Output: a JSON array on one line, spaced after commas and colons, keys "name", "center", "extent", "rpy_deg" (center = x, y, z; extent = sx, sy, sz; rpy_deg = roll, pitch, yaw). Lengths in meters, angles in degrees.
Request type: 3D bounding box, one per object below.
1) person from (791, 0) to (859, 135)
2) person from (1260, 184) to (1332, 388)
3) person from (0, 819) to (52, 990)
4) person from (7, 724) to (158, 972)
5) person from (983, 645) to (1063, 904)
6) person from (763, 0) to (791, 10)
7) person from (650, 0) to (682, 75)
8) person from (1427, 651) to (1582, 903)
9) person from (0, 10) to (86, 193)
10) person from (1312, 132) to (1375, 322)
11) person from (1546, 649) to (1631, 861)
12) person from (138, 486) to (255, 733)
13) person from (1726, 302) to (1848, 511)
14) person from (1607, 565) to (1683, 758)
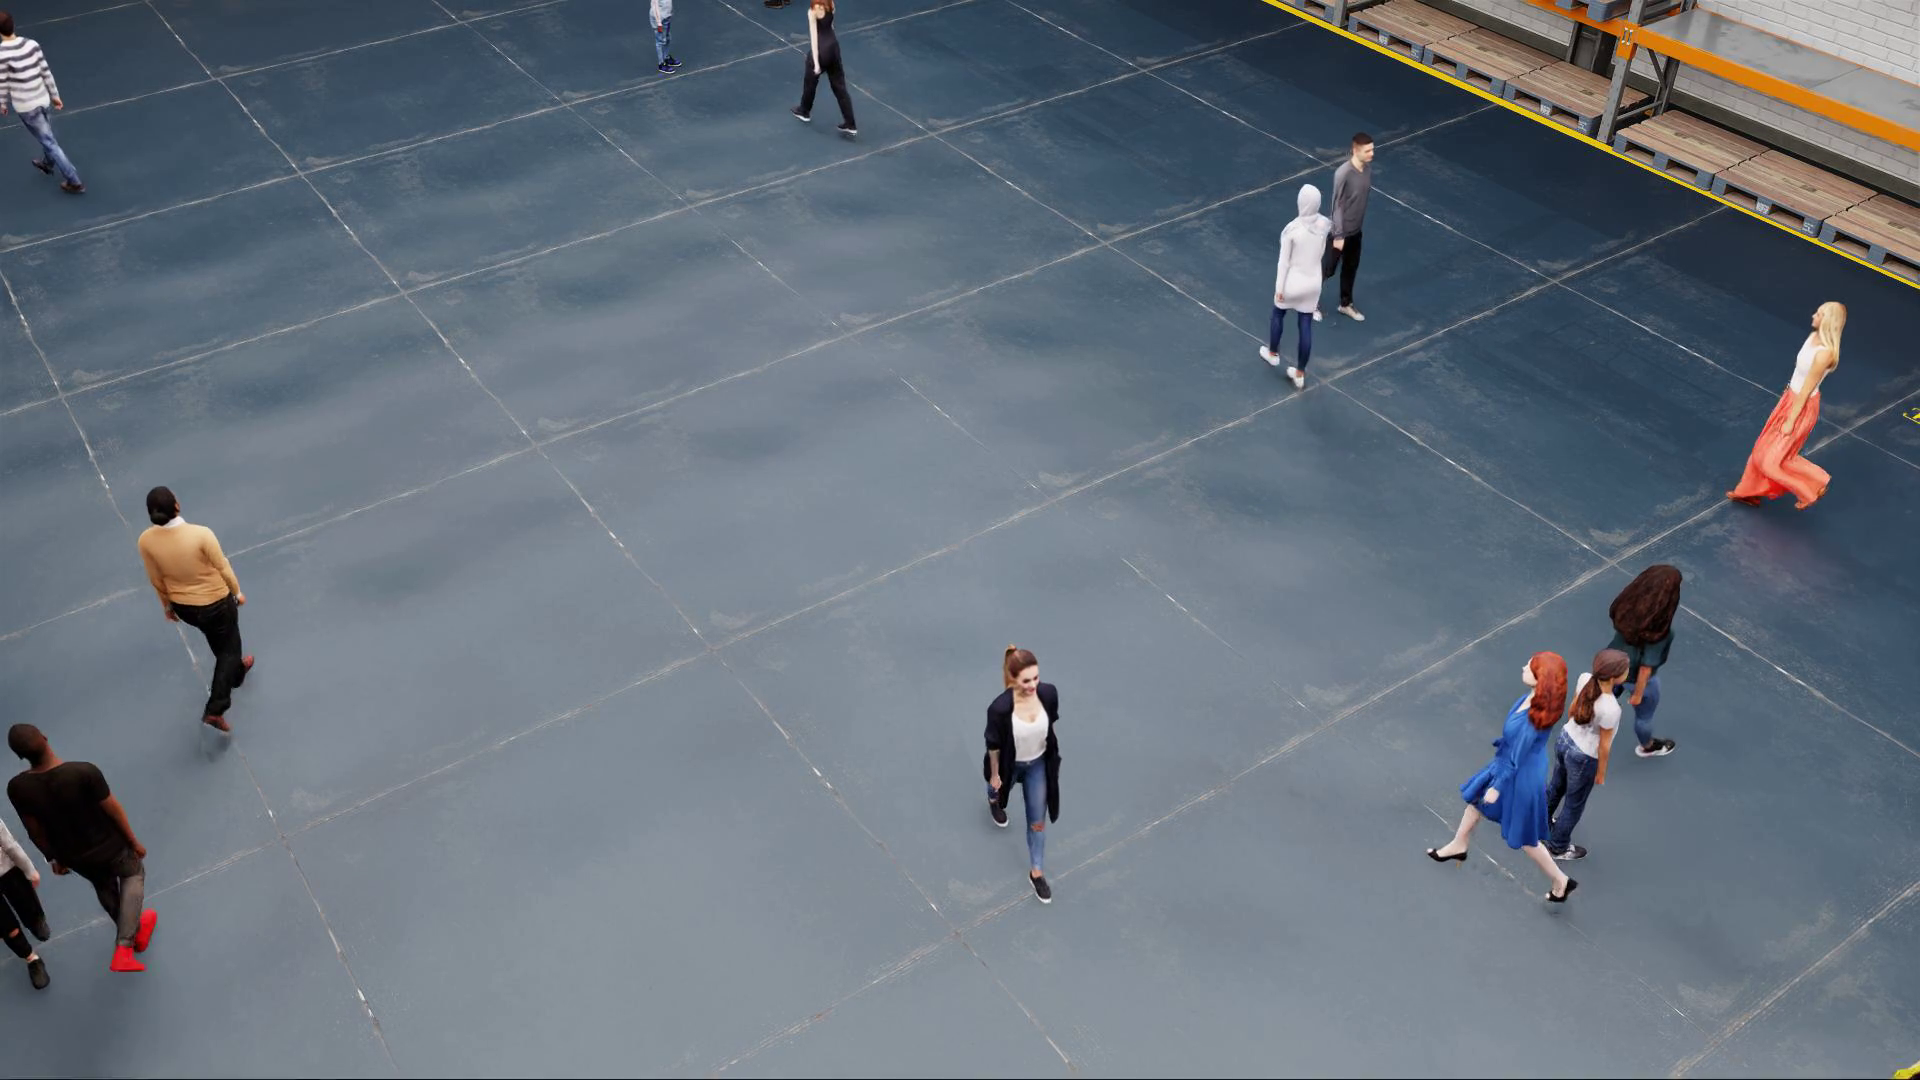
[{"name": "person", "center": [-1.359, -5.119, 17.647], "extent": [1.221, 1.696, 0.832], "rpy_deg": [26, 45, 29]}, {"name": "person", "center": [2.852, -2.057, 13.767], "extent": [0.802, 1.754, 0.937], "rpy_deg": [-7, 39, -9]}, {"name": "person", "center": [-5.304, 1.840, 9.115], "extent": [0.588, 1.470, 0.706], "rpy_deg": [-26, 45, -29]}, {"name": "person", "center": [-4.733, 1.733, 9.002], "extent": [0.878, 1.777, 1.005], "rpy_deg": [-5, 39, -6]}, {"name": "person", "center": [0.308, 1.242, 9.728], "extent": [0.833, 1.639, 1.196], "rpy_deg": [-13, 40, -15]}, {"name": "person", "center": [-2.292, -7.480, 20.563], "extent": [0.681, 1.746, 0.695], "rpy_deg": [23, 44, 26]}, {"name": "person", "center": [-3.444, -6.049, 19.162], "extent": [0.623, 1.261, 0.568], "rpy_deg": [9, 39, 11]}, {"name": "person", "center": [3.244, 1.409, 9.398], "extent": [1.204, 1.791, 0.983], "rpy_deg": [16, 41, 19]}, {"name": "person", "center": [-9.147, -4.306, 16.536], "extent": [1.162, 1.812, 0.979], "rpy_deg": [16, 41, 19]}, {"name": "person", "center": [3.358, -2.759, 14.638], "extent": [0.831, 1.765, 0.706], "rpy_deg": [29, 47, 31]}, {"name": "person", "center": [3.664, 1.236, 9.797], "extent": [0.668, 1.562, 0.559], "rpy_deg": [-8, 39, -9]}, {"name": "person", "center": [-4.866, 0.460, 10.638], "extent": [1.068, 1.726, 1.182], "rpy_deg": [2, 39, 3]}, {"name": "person", "center": [6.292, -0.938, 12.336], "extent": [1.019, 1.791, 0.920], "rpy_deg": [12, 40, 15]}, {"name": "person", "center": [4.077, 0.833, 10.292], "extent": [0.855, 1.575, 1.011], "rpy_deg": [-11, 40, -13]}]
